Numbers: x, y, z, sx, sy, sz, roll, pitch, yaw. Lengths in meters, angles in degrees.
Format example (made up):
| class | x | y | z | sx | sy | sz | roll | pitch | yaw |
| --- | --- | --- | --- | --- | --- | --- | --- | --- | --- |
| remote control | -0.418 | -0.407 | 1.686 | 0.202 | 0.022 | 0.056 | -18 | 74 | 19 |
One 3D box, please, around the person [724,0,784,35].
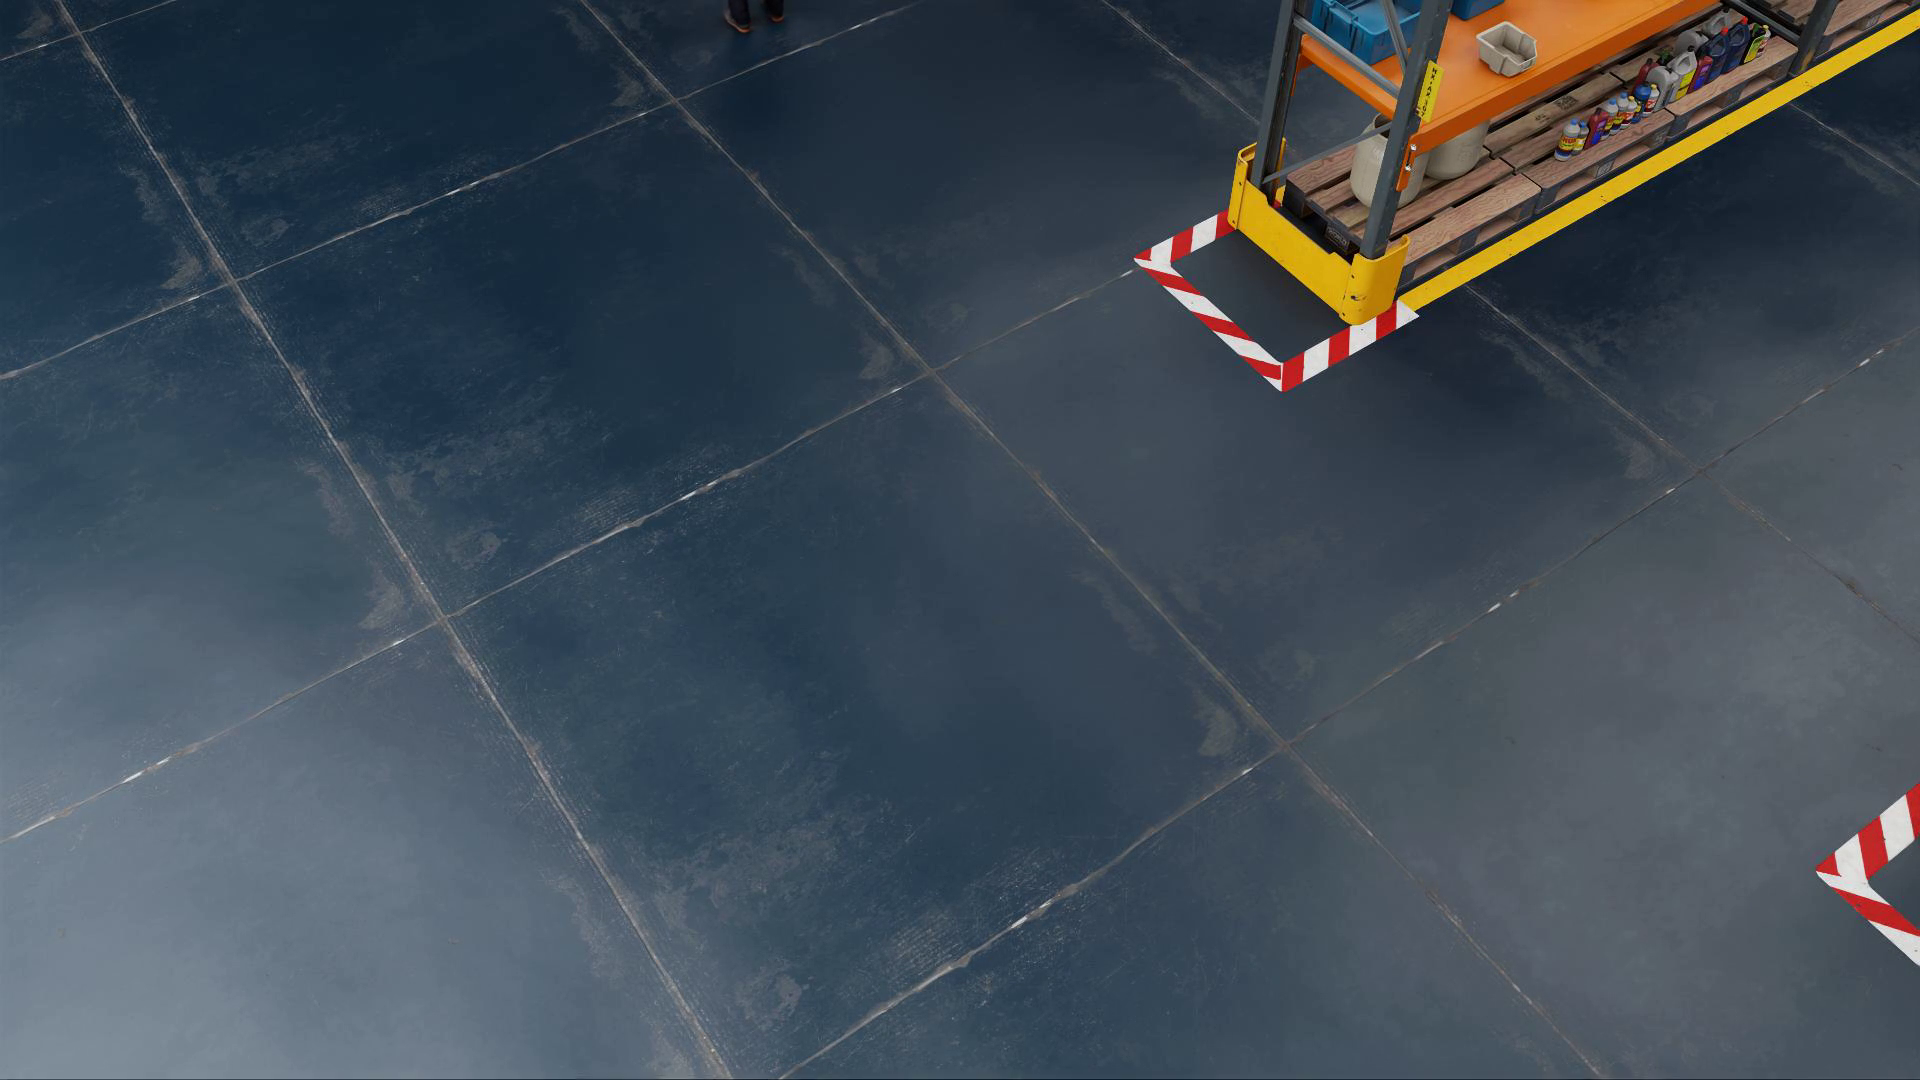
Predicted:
| class | x | y | z | sx | sy | sz | roll | pitch | yaw |
| --- | --- | --- | --- | --- | --- | --- | --- | --- | --- |
| person | -1.428 | -4.171 | 10.809 | 0.532 | 1.816 | 0.728 | -23 | 56 | -17 |
